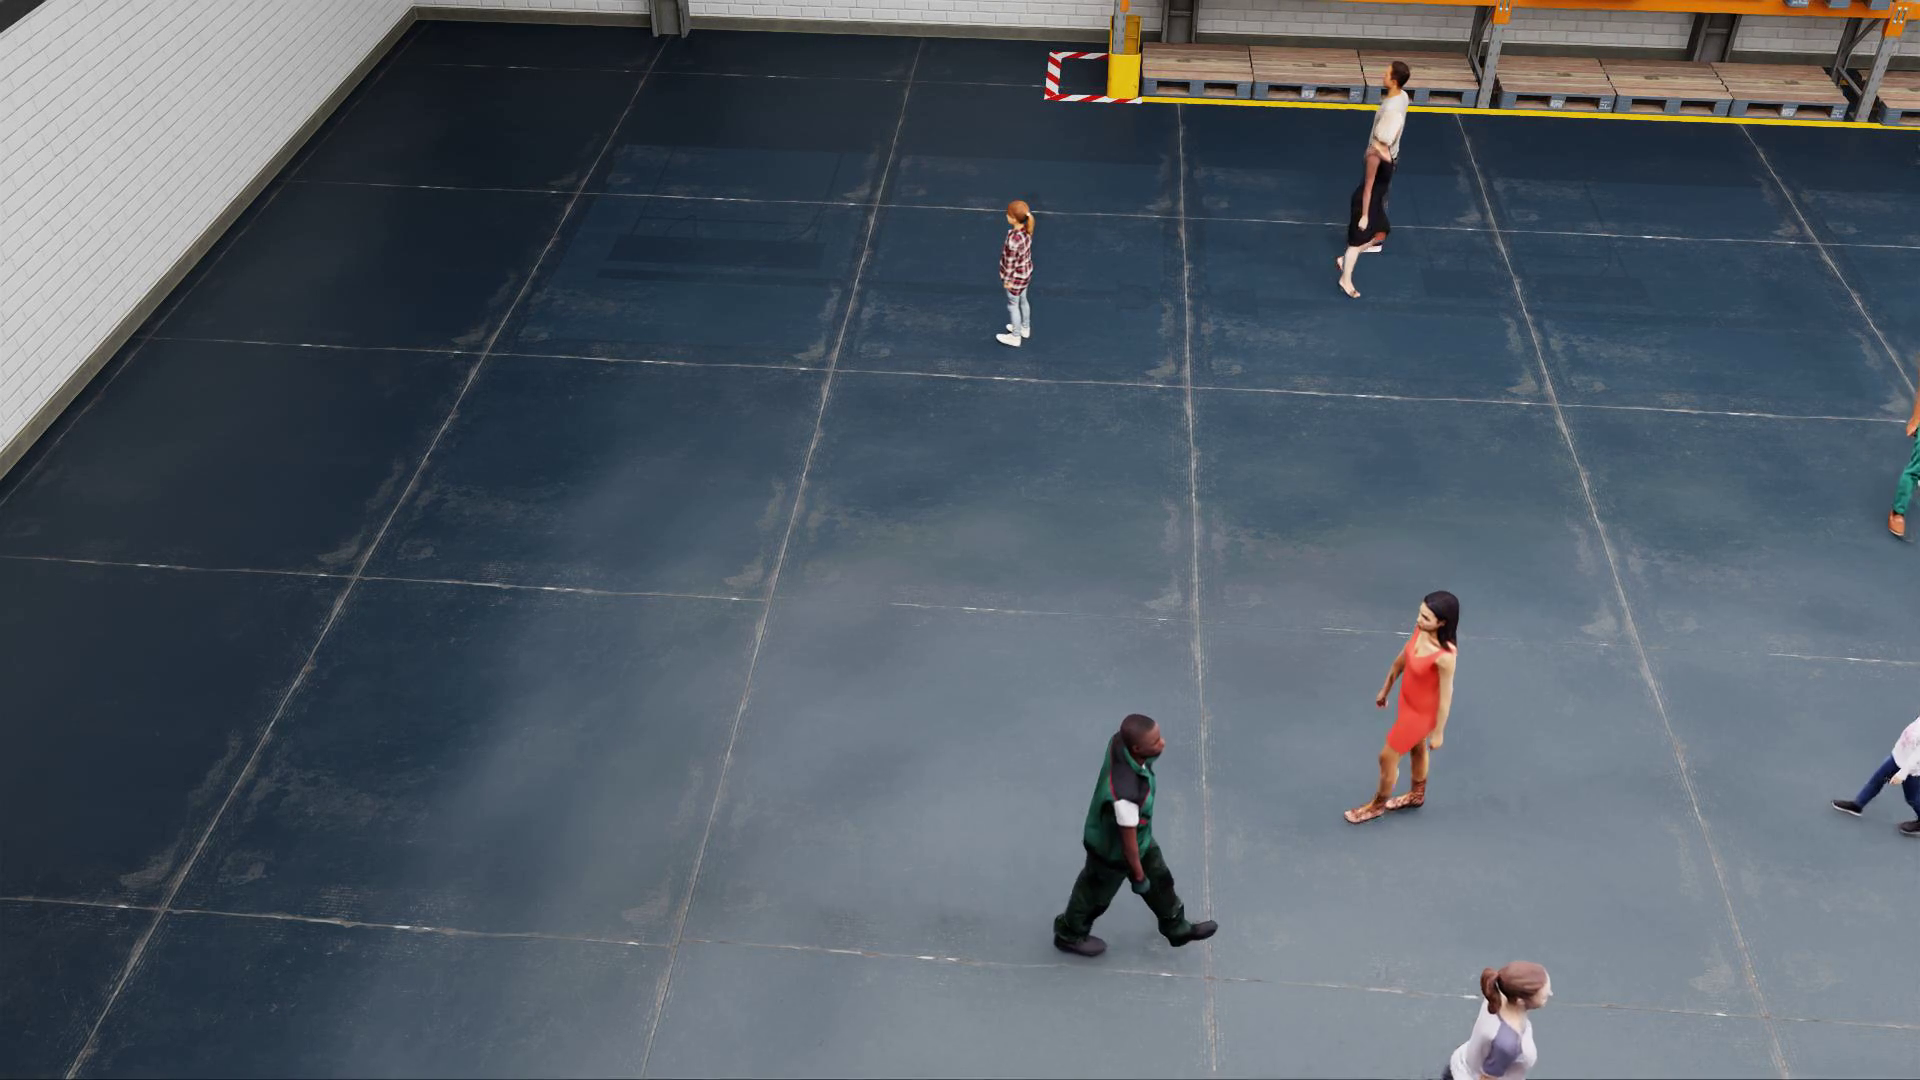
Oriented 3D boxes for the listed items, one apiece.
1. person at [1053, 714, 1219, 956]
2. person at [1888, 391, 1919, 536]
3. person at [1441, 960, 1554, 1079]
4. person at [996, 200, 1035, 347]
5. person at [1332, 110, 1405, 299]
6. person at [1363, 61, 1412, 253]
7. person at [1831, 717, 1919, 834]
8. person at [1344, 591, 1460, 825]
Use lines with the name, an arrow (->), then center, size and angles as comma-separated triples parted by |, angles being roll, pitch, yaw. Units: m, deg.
person -> 0.758, 1.599, 8.809 | 1.151, 1.795, 0.768 | 6, 39, 7
person -> 7.081, -0.850, 11.914 | 0.762, 1.747, 0.803 | 4, 39, 6
person -> 2.320, 2.510, 7.710 | 0.914, 1.743, 0.551 | 3, 39, 3
person -> 0.490, -2.254, 14.027 | 0.595, 1.305, 0.583 | 16, 41, 19
person -> 3.501, -2.962, 14.577 | 0.835, 1.725, 0.805 | 23, 44, 26
person -> 3.877, -3.496, 15.178 | 0.629, 1.809, 0.695 | 12, 40, 14
person -> 5.632, 1.316, 9.733 | 0.820, 1.084, 0.557 | 11, 40, 14
person -> 2.745, 0.969, 9.673 | 0.846, 1.702, 0.733 | -6, 39, -8
